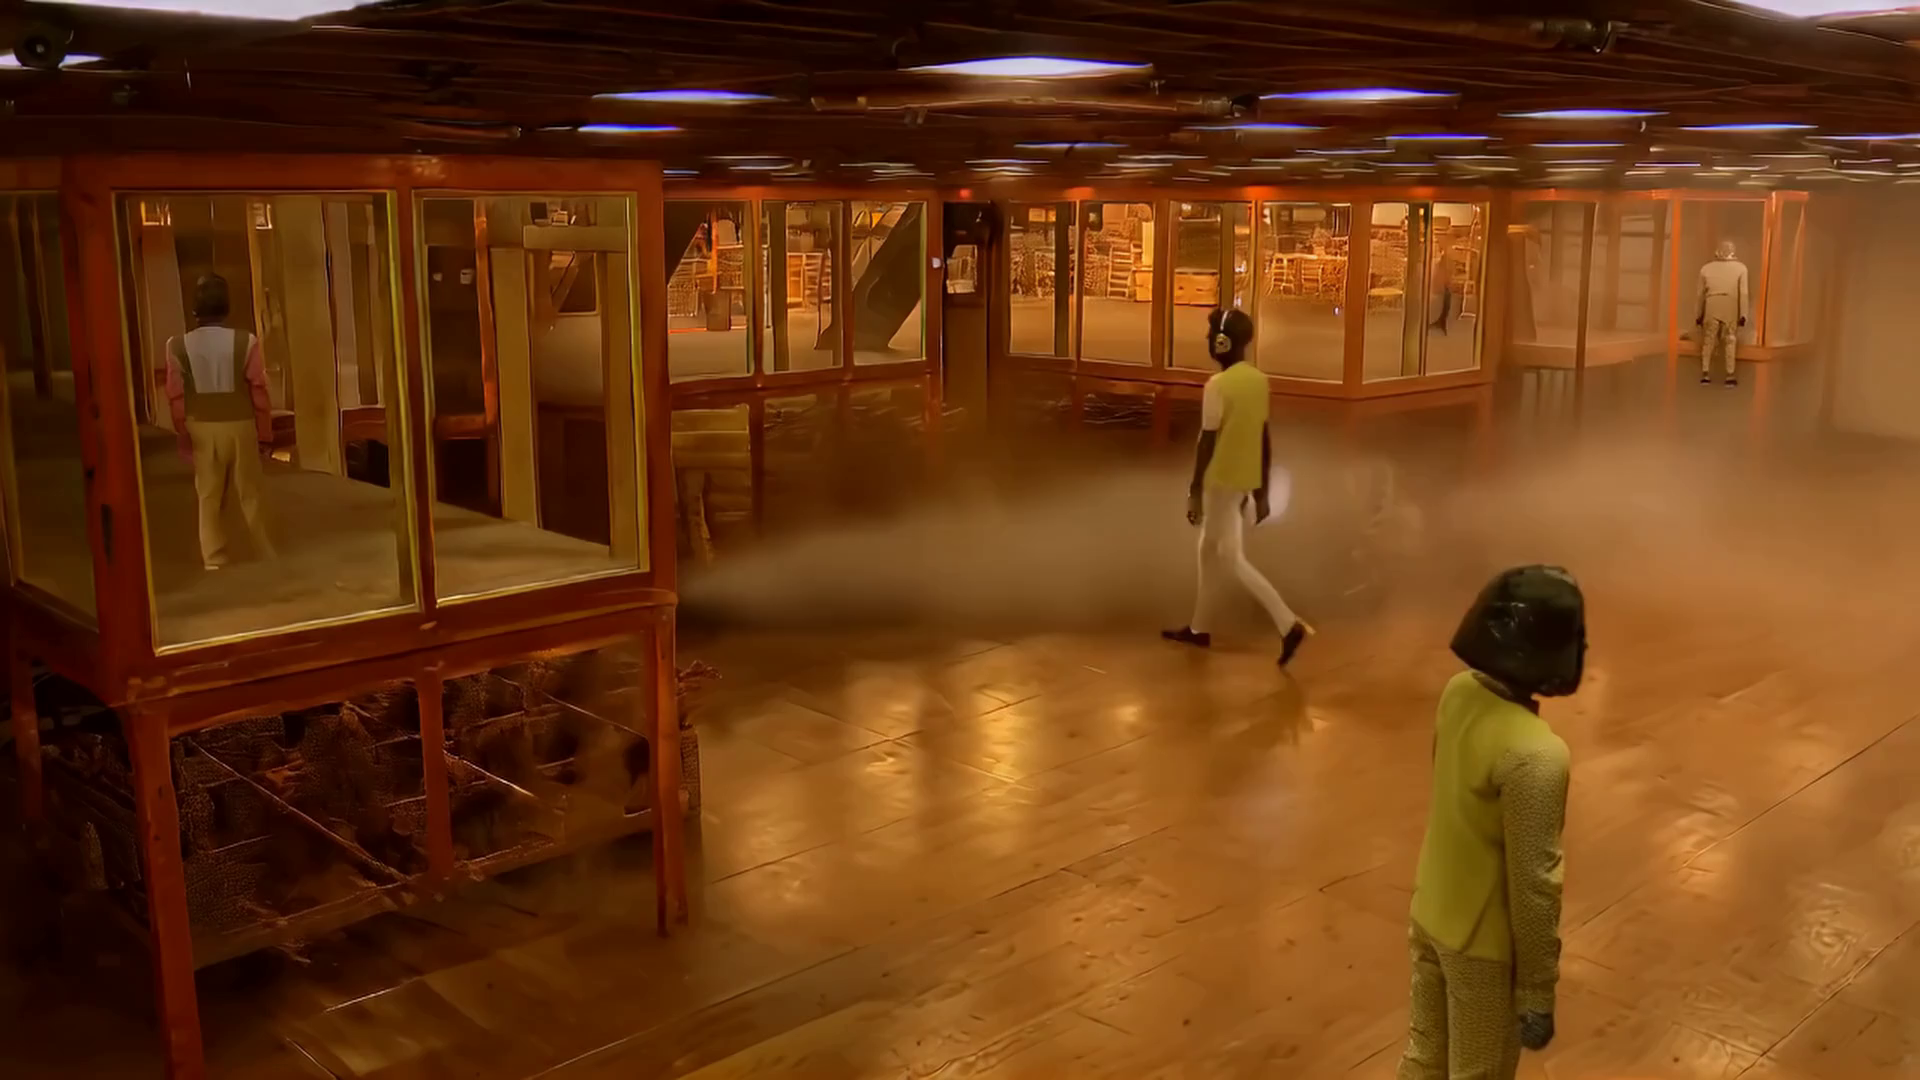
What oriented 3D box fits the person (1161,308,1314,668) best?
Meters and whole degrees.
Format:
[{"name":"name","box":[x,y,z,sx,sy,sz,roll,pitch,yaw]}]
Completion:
[{"name":"person","box":[1.439,-0.269,8.538,0.916,1.833,0.517,11,16,44]}]

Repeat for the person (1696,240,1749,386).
[{"name":"person","box":[10.060,-2.989,21.952,0.638,1.902,0.407,9,15,39]}]

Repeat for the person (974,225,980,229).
[{"name":"person","box":[0.445,-6.367,38.802,0.606,1.936,0.937,0,11,0]}]

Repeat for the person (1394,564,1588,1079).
[{"name":"person","box":[1.094,0.844,3.472,0.322,1.620,0.512,-1,11,-6]}]
